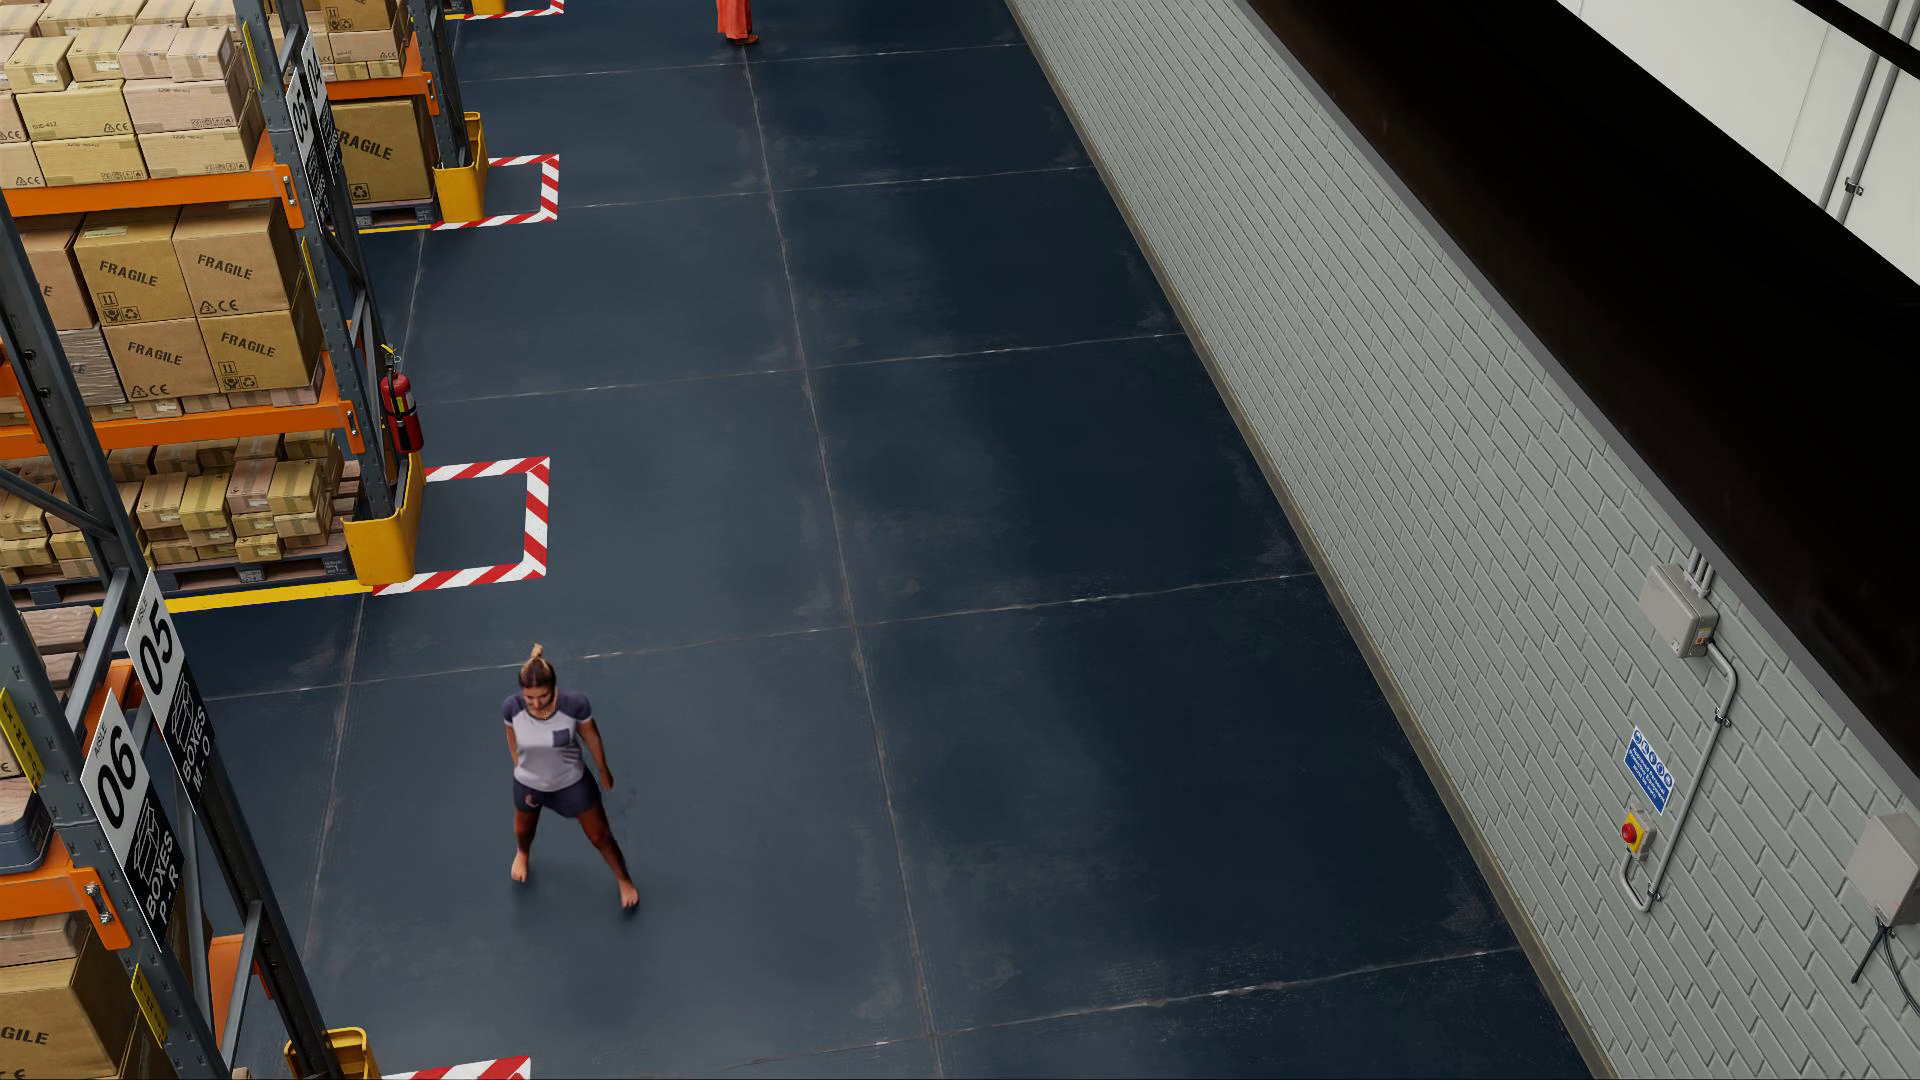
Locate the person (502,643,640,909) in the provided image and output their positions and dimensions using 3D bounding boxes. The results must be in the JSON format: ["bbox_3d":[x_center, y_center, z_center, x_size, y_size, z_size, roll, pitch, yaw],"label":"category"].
[{"bbox_3d":[-1.939,1.157,8.097,0.657,1.601,0.928,-2,38,-2],"label":"person"}]

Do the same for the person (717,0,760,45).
[{"bbox_3d":[-2.352,-6.039,17.131,0.717,1.802,0.722,-23,43,-26],"label":"person"}]
